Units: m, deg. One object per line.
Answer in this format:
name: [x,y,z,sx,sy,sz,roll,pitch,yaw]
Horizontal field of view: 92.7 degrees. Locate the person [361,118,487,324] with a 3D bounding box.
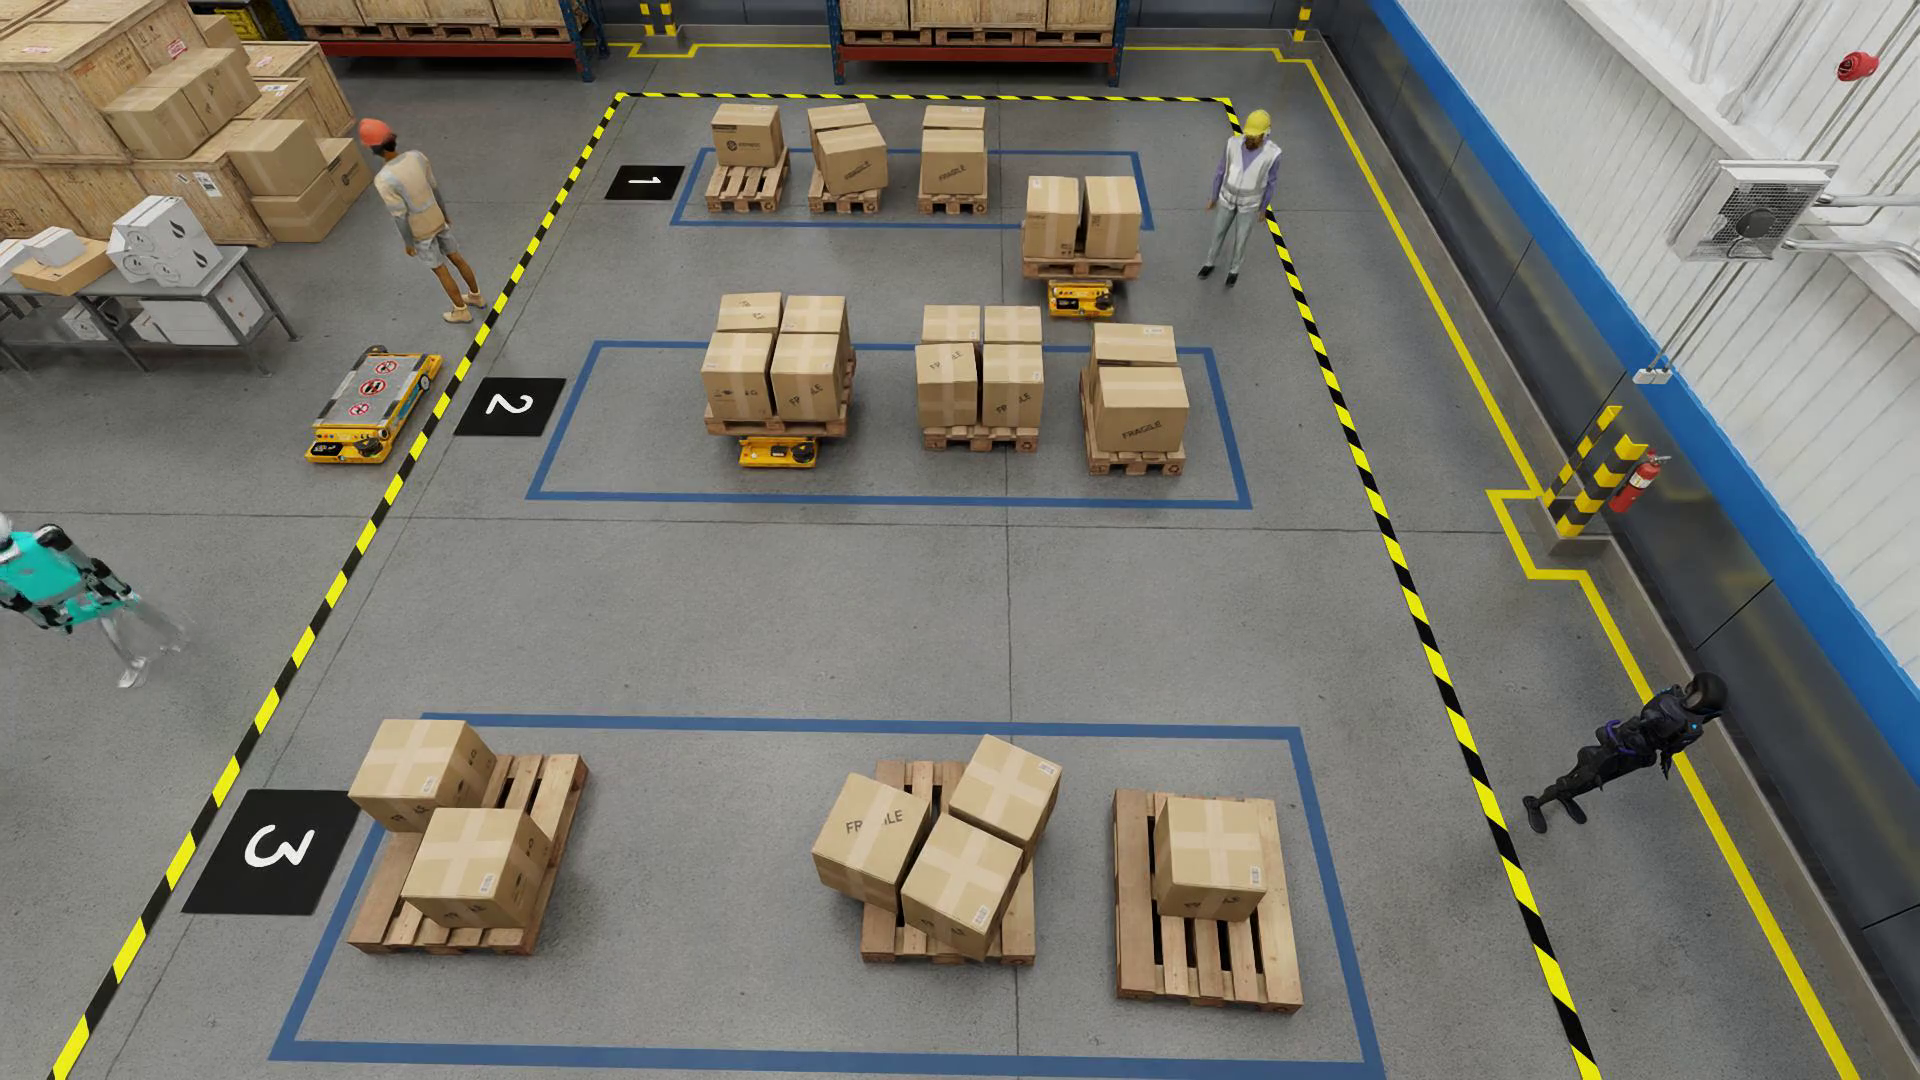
person: [-5.118,-3.001,8.746,0.369,2.045,0.604,13,51,10]

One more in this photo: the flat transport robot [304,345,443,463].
flat transport robot: [-5.383,-1.269,8.441,0.659,0.231,1.431,1,50,1]

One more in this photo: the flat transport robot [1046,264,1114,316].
flat transport robot: [1.257,-2.906,9.808,0.652,0.197,1.431,1,50,1]

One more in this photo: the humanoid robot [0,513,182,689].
humanoid robot: [-5.888,0.332,6.125,0.548,1.761,0.788,-32,57,-24]

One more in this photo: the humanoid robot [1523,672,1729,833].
humanoid robot: [3.920,1.258,5.372,0.599,1.654,0.315,-7,50,-6]

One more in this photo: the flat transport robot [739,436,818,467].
flat transport robot: [-1.582,-1.235,8.394,0.652,0.197,1.431,1,50,1]

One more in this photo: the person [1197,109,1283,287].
person: [2.818,-3.424,9.239,0.599,1.829,0.404,22,53,18]
